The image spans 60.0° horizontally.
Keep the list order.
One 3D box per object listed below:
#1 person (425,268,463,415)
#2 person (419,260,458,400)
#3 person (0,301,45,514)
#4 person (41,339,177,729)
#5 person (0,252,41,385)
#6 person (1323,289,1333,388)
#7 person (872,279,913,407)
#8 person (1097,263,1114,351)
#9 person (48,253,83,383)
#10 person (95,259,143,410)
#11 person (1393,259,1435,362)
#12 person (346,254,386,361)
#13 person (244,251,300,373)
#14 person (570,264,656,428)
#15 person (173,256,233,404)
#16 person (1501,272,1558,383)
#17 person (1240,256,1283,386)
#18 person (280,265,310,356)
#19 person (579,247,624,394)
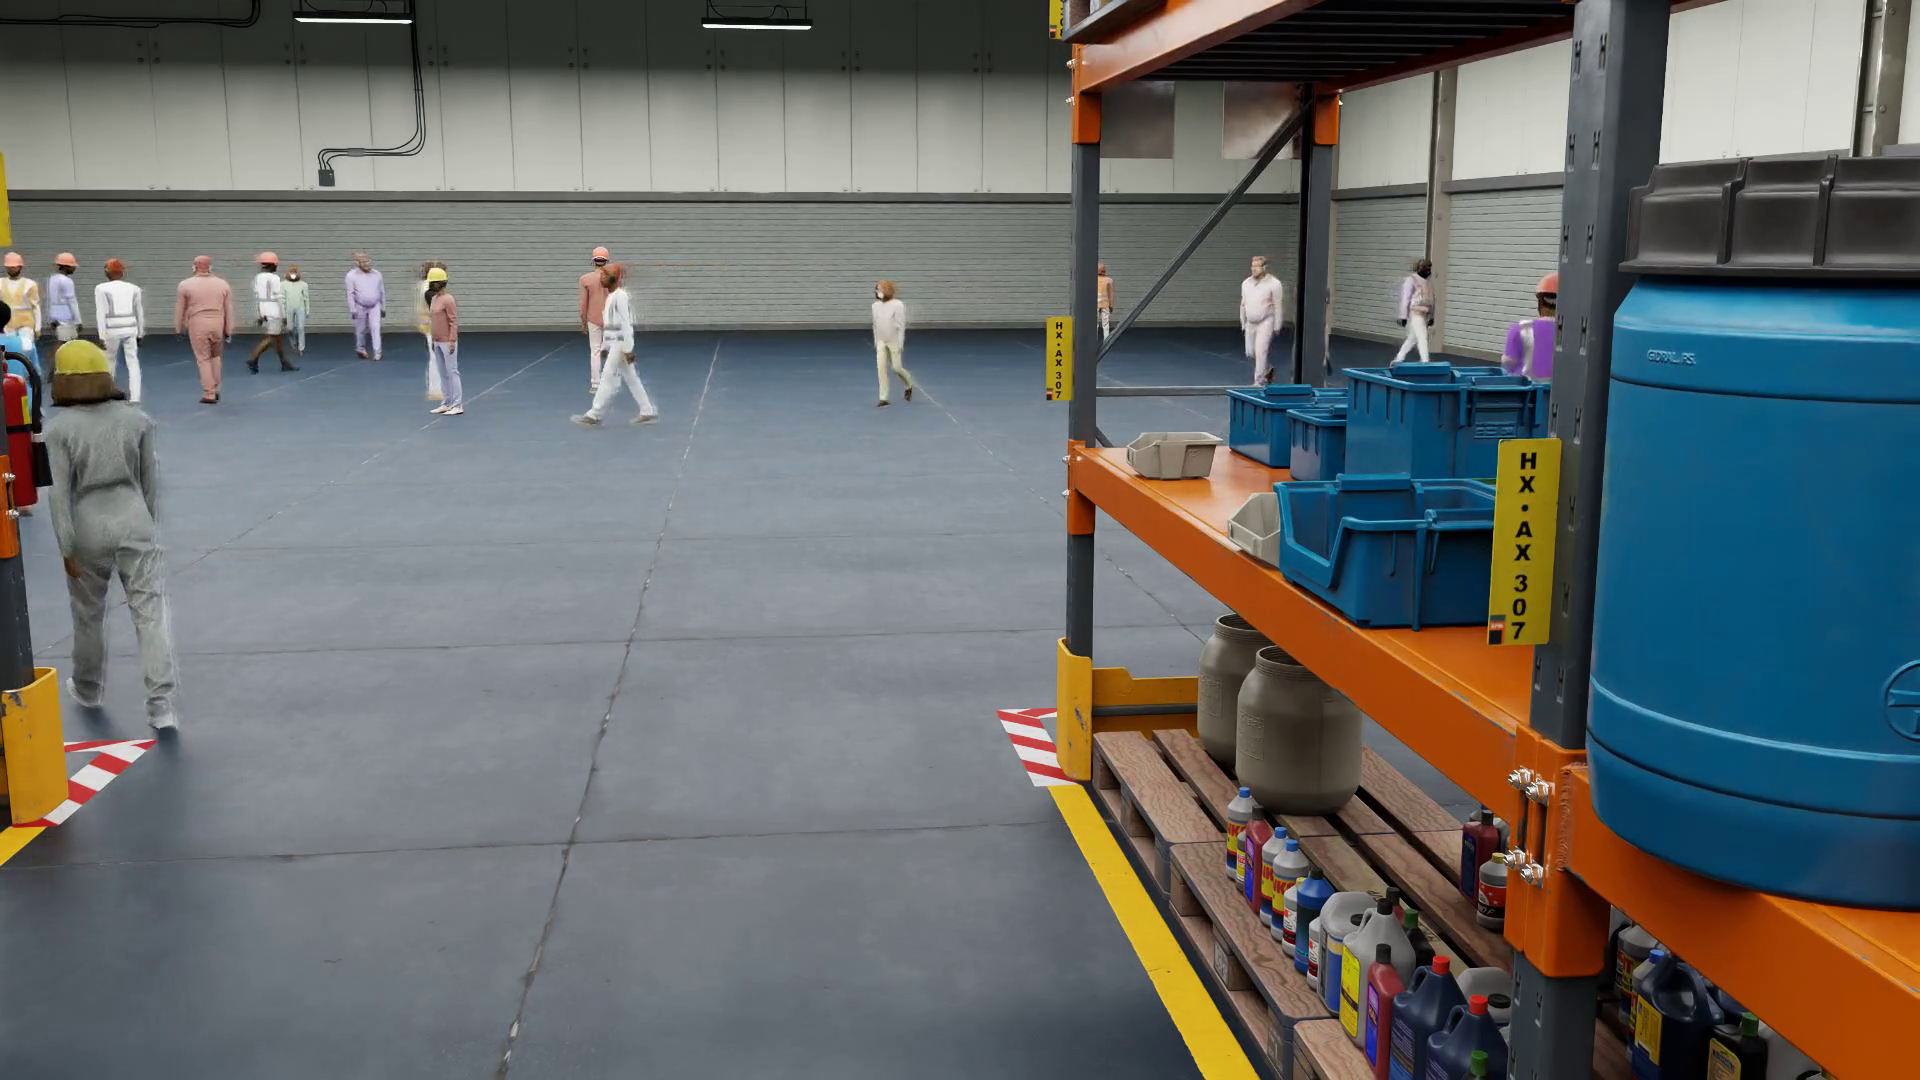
[{"bbox_3d":[-6.217,-2.379,19.972,0.328,1.765,0.532,-10,14,-42],"label":"person"},{"bbox_3d":[-6.777,-2.728,21.719,0.519,1.823,0.650,-3,11,-18],"label":"person"},{"bbox_3d":[-7.432,-1.036,12.918,0.867,1.648,0.547,8,13,39],"label":"person"},{"bbox_3d":[-3.743,-0.029,7.300,0.495,1.688,0.927,-10,14,-42],"label":"person"},{"bbox_3d":[-12.705,-2.914,22.457,0.560,1.927,0.522,-3,11,-14],"label":"person"},{"bbox_3d":[3.788,-1.814,17.289,0.807,1.599,0.541,5,11,24],"label":"person"},{"bbox_3d":[-0.847,-2.497,21.027,0.509,1.610,0.600,6,12,32],"label":"person"},{"bbox_3d":[2.608,-4.332,31.031,0.522,1.636,0.309,-1,10,-8],"label":"person"},{"bbox_3d":[-13.047,-3.263,24.477,0.550,1.884,0.982,8,13,38],"label":"person"},{"bbox_3d":[-10.498,-2.556,20.703,0.902,1.847,0.612,8,13,38],"label":"person"},{"bbox_3d":[7.320,-3.605,26.634,0.629,1.799,0.948,-8,13,-38],"label":"person"},{"bbox_3d":[-10.271,-4.016,28.789,0.655,1.871,0.930,-5,12,-27],"label":"person"},{"bbox_3d":[-10.864,-3.567,26.105,0.551,1.915,0.880,8,13,38],"label":"person"},{"bbox_3d":[-3.889,-2.177,18.690,0.983,1.830,0.612,-4,11,-20],"label":"person"},{"bbox_3d":[-9.776,-2.706,21.467,0.729,1.872,0.656,10,14,43],"label":"person"},{"bbox_3d":[3.984,-0.873,11.358,0.573,1.898,0.844,-1,10,-3],"label":"person"},{"bbox_3d":[4.183,-2.984,22.992,0.693,1.884,0.651,-10,14,-44],"label":"person"},{"bbox_3d":[-11.967,-4.124,29.924,0.525,1.619,0.371,-4,11,-20],"label":"person"},{"bbox_3d":[-4.857,-2.980,22.634,0.614,1.994,0.381,-3,11,-17],"label":"person"}]
